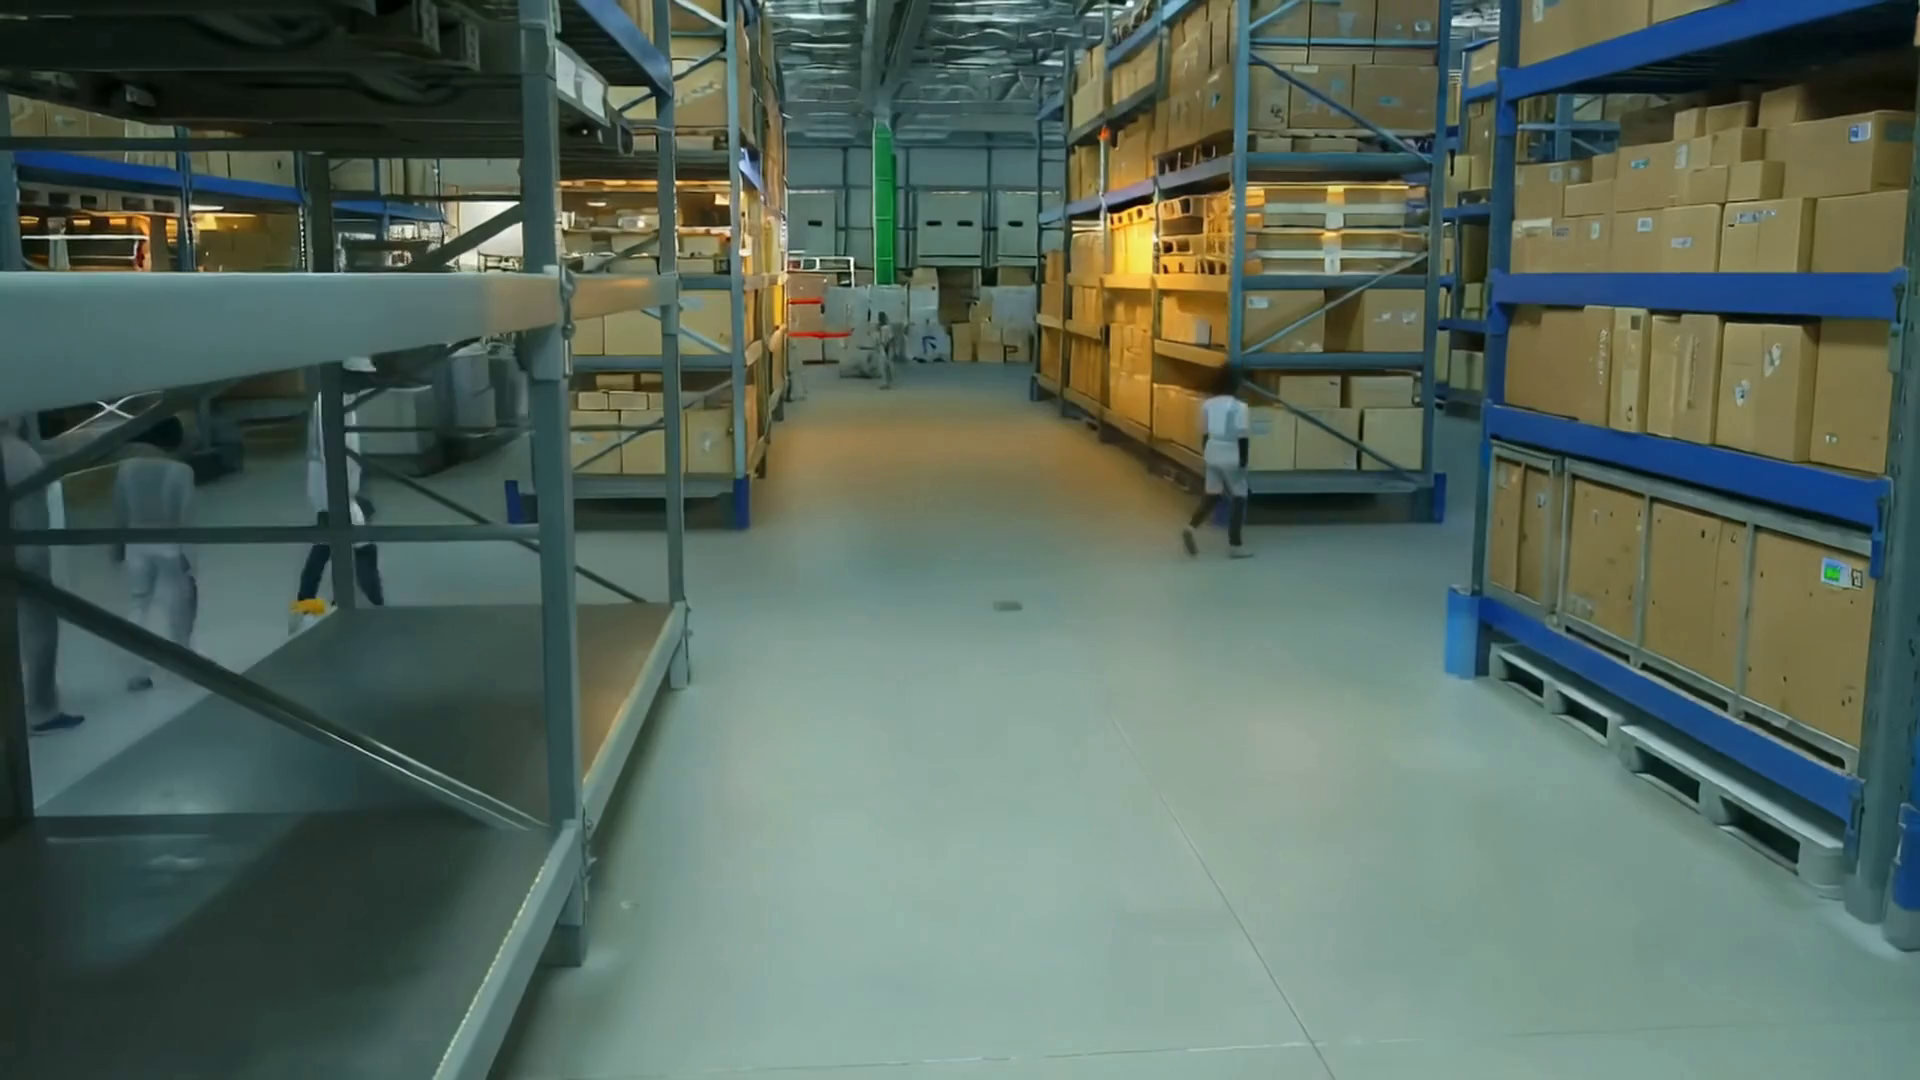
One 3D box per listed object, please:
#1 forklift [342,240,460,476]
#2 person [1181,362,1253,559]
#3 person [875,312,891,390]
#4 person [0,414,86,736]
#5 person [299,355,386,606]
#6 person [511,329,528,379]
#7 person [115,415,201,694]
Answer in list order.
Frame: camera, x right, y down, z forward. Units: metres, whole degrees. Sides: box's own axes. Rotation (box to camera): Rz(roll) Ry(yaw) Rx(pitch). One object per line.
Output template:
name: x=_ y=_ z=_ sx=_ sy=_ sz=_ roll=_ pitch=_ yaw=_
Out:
forklift: x=-6.894 y=-2.233 z=20.149 sx=1.129 sy=2.768 sz=1.873 roll=-1 pitch=9 yaw=-4
person: x=2.196 y=-0.653 z=13.989 sx=0.590 sy=1.684 sz=0.543 roll=-7 pitch=11 yaw=-35
person: x=-1.597 y=-3.973 z=34.969 sx=0.315 sy=1.636 sz=0.515 roll=-3 pitch=10 yaw=-18
person: x=-4.933 y=0.117 z=8.503 sx=0.642 sy=1.893 sz=0.683 roll=3 pitch=10 yaw=20
person: x=-3.932 y=-0.304 z=10.789 sx=0.944 sy=1.989 sz=0.768 roll=-4 pitch=10 yaw=-25
person: x=-10.089 y=-4.637 z=38.302 sx=0.442 sy=1.906 sz=0.587 roll=4 pitch=10 yaw=22
person: x=-4.654 y=0.065 z=9.701 sx=0.625 sy=1.590 sz=0.727 roll=2 pitch=9 yaw=10
